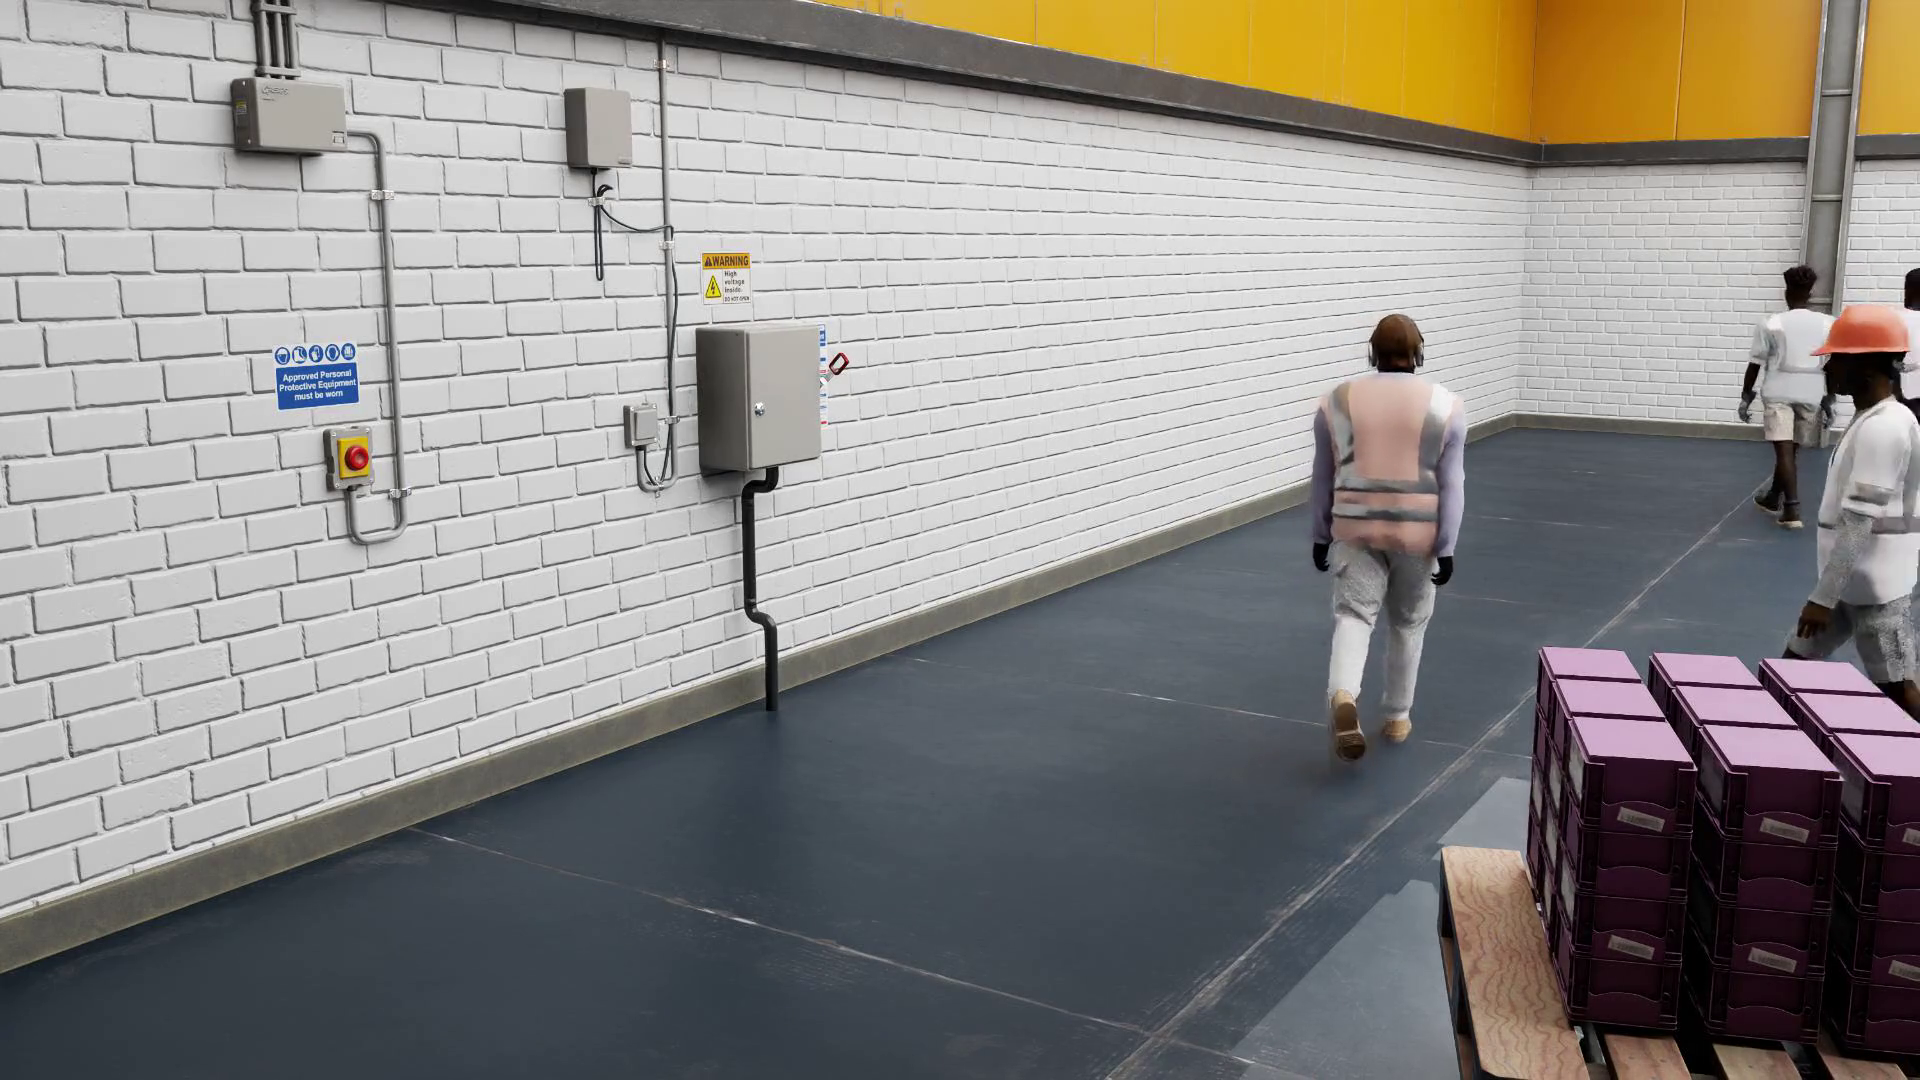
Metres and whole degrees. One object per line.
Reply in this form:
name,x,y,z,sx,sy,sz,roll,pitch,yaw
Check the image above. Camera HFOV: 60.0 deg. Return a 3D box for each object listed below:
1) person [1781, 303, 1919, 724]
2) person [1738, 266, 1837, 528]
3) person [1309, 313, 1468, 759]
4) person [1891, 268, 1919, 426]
person,3.158,0.129,5.774,0.986,1.893,0.555,4,11,21
person,6.161,-1.074,12.377,0.622,1.913,0.998,1,10,4
person,1.718,-0.008,6.768,0.623,1.816,0.804,4,11,21
person,6.923,-1.022,12.127,0.614,1.897,0.571,-1,10,-7
